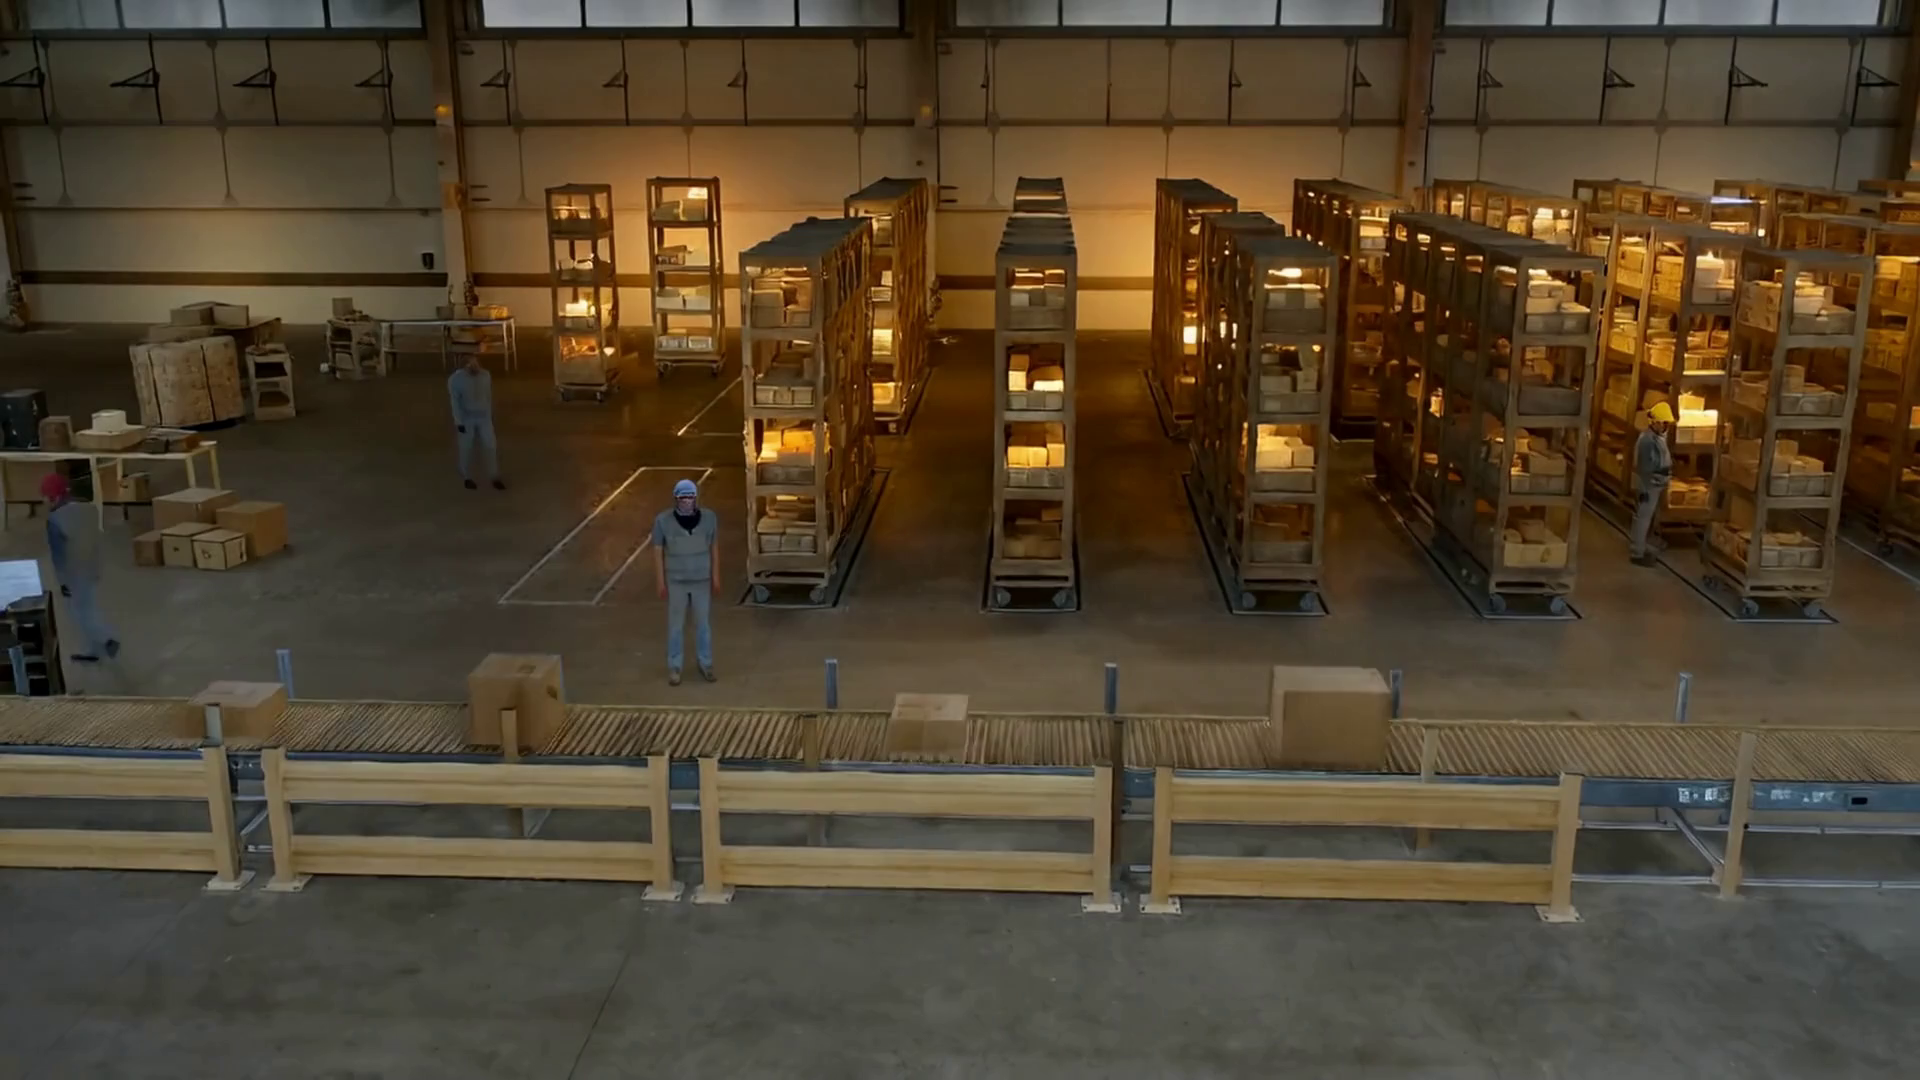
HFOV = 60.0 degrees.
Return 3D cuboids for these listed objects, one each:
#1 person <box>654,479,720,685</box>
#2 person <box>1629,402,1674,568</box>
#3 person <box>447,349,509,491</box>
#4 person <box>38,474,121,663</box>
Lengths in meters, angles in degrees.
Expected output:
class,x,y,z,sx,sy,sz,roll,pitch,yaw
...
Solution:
class,x,y,z,sx,sy,sz,roll,pitch,yaw
person,-2.404,0.355,14.721,0.566,1.847,0.389,-5,16,-19
person,7.628,-0.622,18.374,0.403,1.833,0.590,9,17,29
person,-6.300,-1.539,21.706,0.647,1.872,0.876,-13,20,-41
person,-7.958,0.284,15.057,0.574,1.809,0.607,3,15,10
